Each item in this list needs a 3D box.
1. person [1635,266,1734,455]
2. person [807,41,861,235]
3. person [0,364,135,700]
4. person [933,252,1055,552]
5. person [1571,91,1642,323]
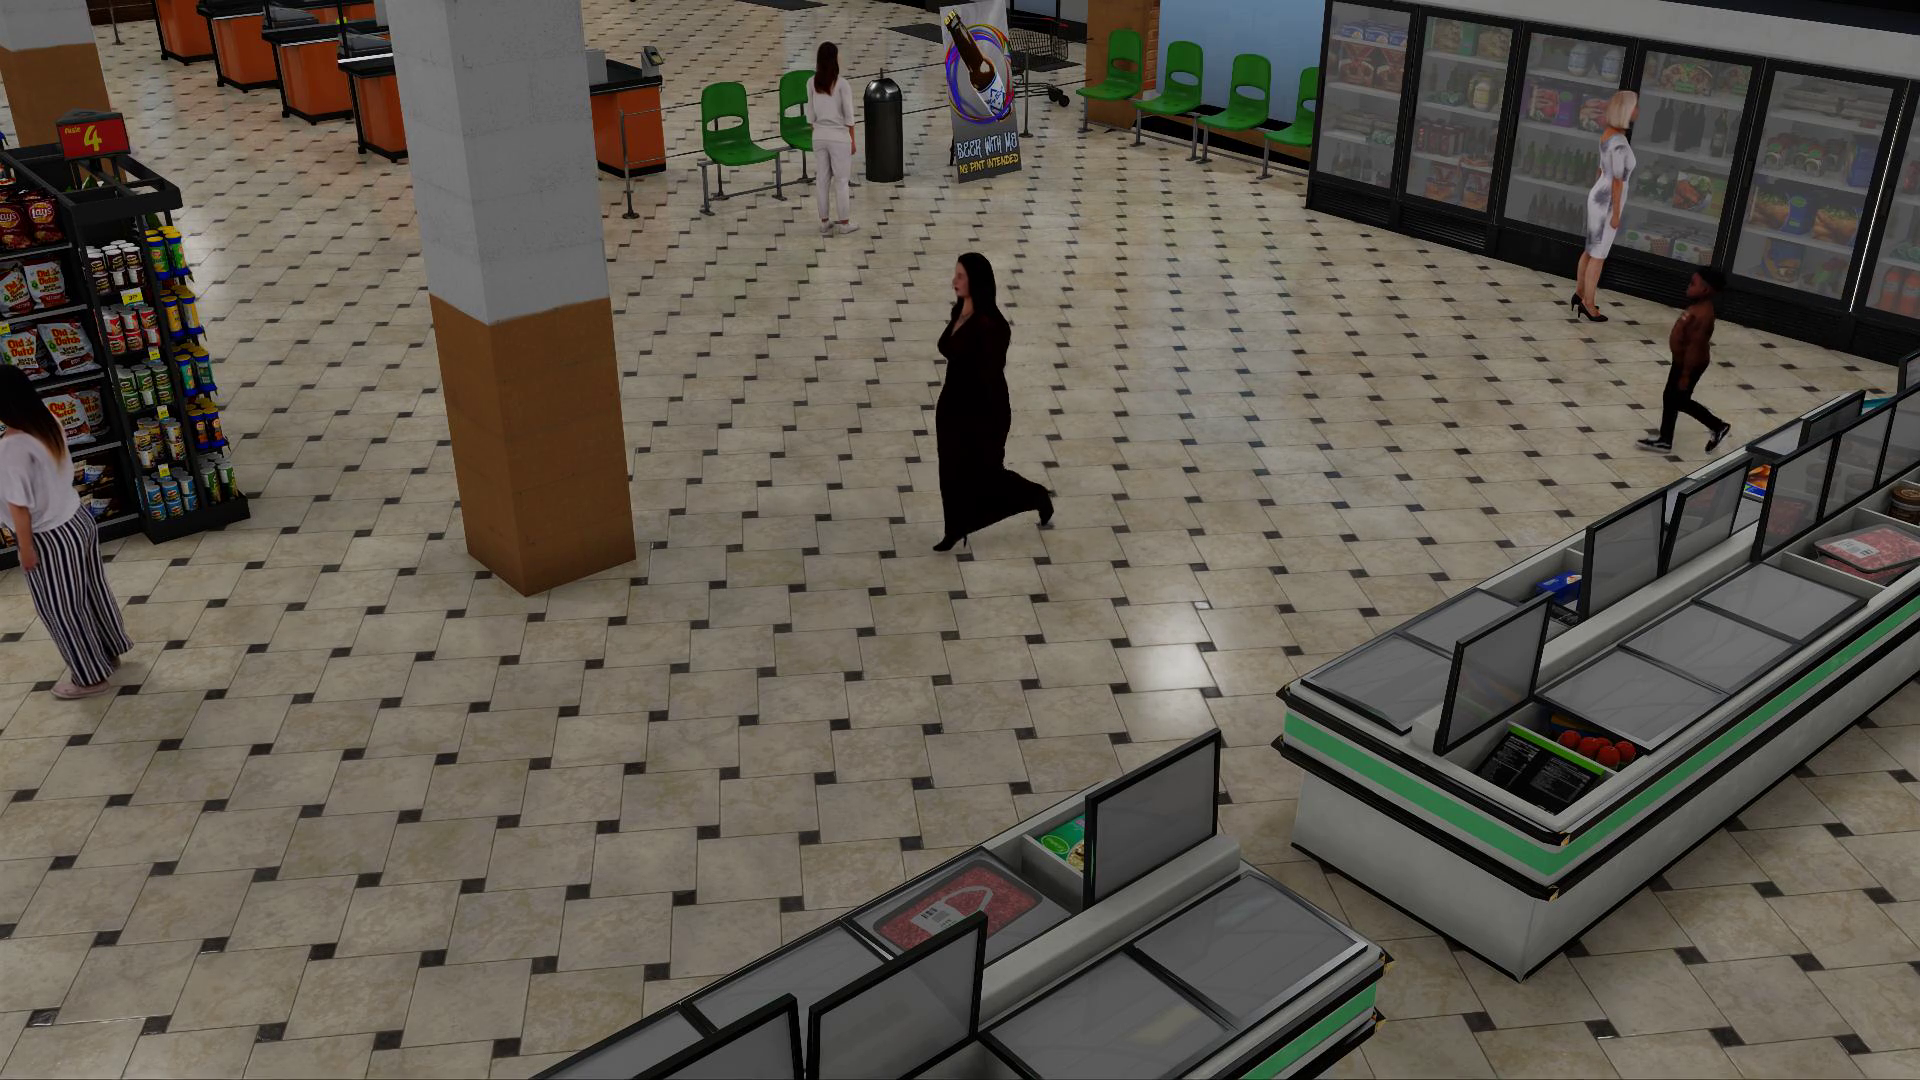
[{"bbox_3d":[4.647,-1.101,10.449,0.814,1.244,0.802,7,28,14],"label":"person"},{"bbox_3d":[-1.143,-3.589,14.863,0.682,1.690,0.694,10,29,19],"label":"person"},{"bbox_3d":[-4.307,-0.049,7.892,0.811,1.681,0.784,-2,27,-5],"label":"person"},{"bbox_3d":[0.167,-0.721,9.154,0.986,1.738,0.784,-13,30,-24],"label":"person"},{"bbox_3d":[4.965,-2.569,12.784,0.696,1.750,0.635,2,27,5],"label":"person"}]
